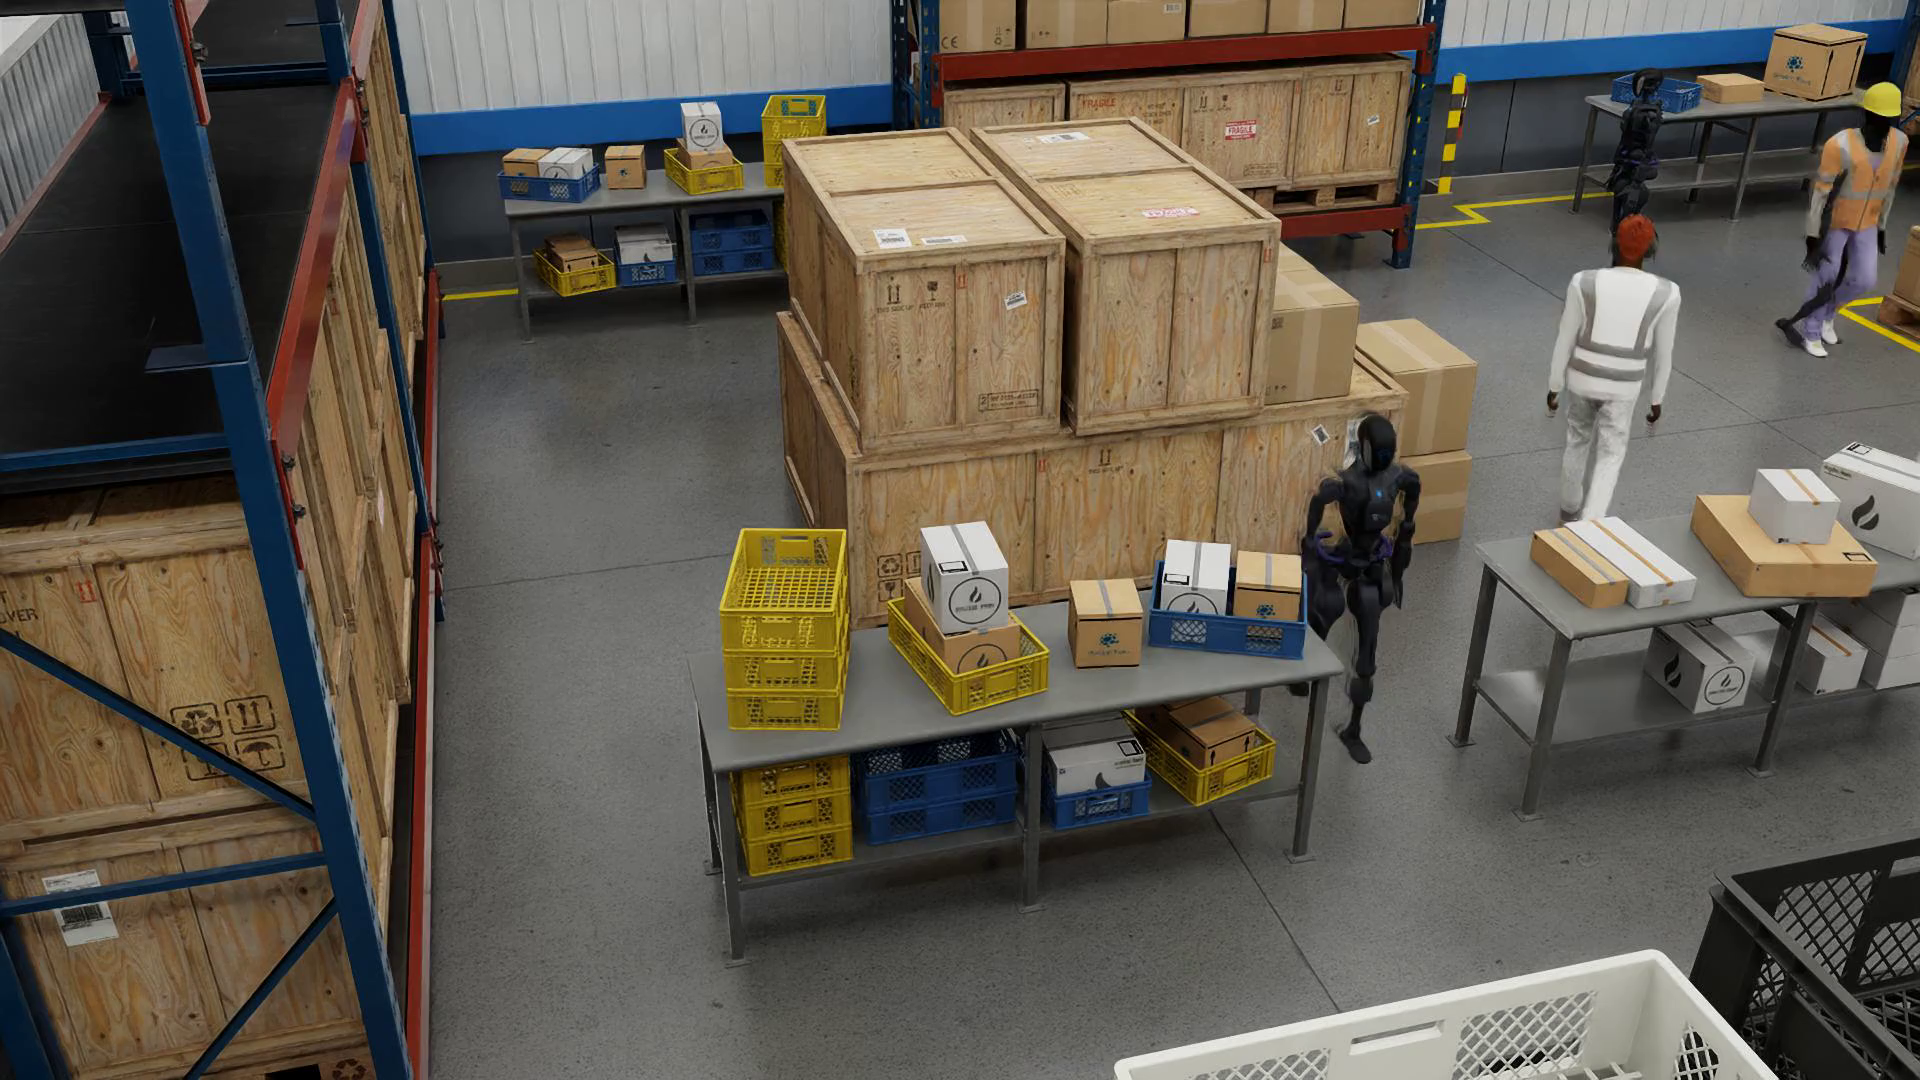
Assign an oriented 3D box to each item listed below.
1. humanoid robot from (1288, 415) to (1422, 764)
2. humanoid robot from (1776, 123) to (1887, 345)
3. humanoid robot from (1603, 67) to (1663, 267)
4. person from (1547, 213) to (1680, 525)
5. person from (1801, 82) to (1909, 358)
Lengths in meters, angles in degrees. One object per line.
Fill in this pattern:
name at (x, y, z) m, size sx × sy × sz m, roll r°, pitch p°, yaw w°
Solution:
humanoid robot at (1.711, 0.133, 7.447) m, size 0.584 × 1.631 × 0.703 m, roll -5°, pitch 29°, yaw -9°
humanoid robot at (6.128, -2.101, 11.488) m, size 0.623 × 1.633 × 0.429 m, roll -19°, pitch 34°, yaw -30°
humanoid robot at (5.091, -2.749, 12.632) m, size 0.315 × 1.657 × 0.609 m, roll 1°, pitch 29°, yaw 2°
person at (3.459, -0.799, 8.936) m, size 0.592 × 1.854 × 0.798 m, roll 14°, pitch 32°, yaw 23°
person at (6.079, -2.166, 11.346) m, size 0.603 × 1.907 × 0.437 m, roll -3°, pitch 29°, yaw -5°
